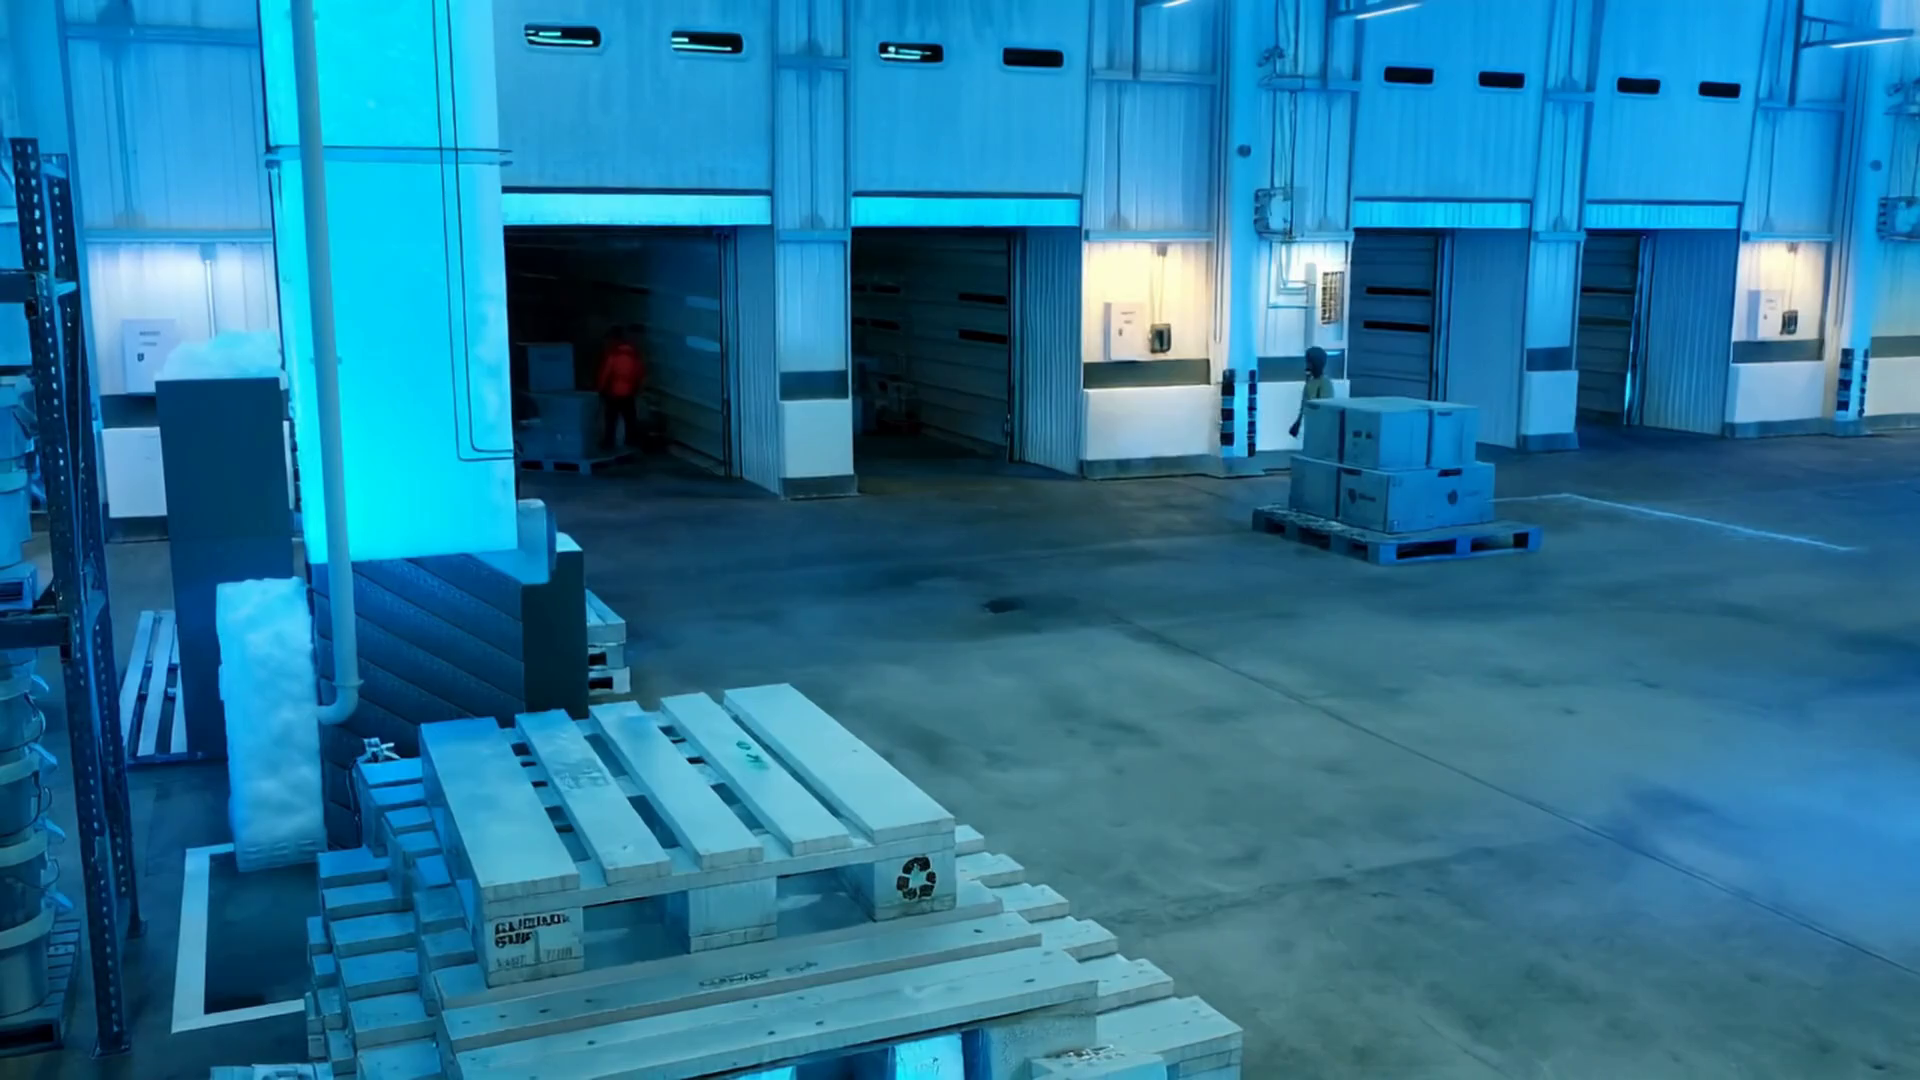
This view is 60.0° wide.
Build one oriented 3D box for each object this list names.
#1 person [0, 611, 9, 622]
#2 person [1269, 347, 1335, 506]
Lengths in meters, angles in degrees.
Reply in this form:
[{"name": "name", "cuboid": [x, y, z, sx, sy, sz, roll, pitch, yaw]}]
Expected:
[{"name": "person", "cuboid": [-5.922, -0.013, 9.910, 0.611, 1.912, 0.500, 7, 13, 35]}, {"name": "person", "cuboid": [3.560, -1.113, 16.702, 0.888, 1.647, 0.546, -1, 10, -4]}]
